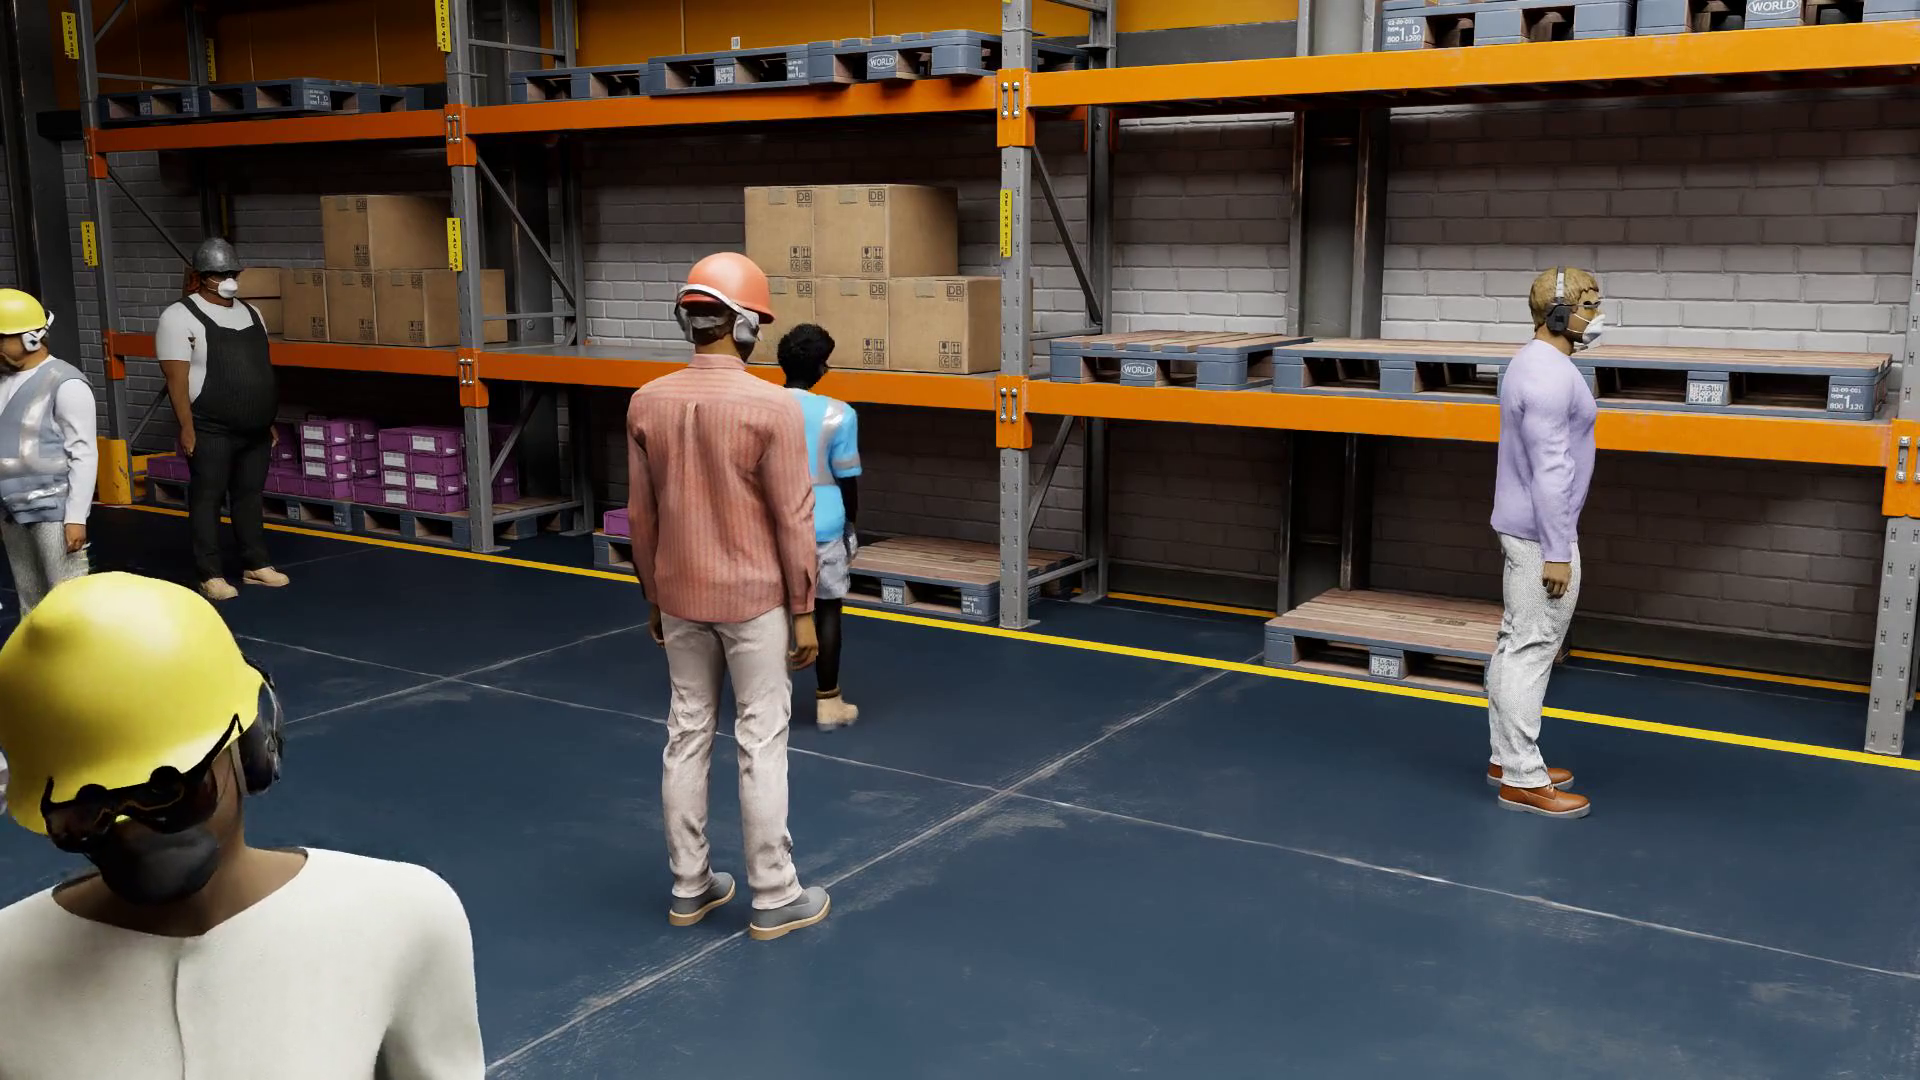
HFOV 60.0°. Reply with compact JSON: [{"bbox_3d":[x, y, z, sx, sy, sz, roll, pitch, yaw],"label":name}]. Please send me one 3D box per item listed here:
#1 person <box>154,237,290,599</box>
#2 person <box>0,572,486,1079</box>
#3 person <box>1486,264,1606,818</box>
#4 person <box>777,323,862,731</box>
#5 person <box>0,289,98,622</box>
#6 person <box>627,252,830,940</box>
[{"bbox_3d":[-4.155,-0.699,9.501,0.538,2.000,0.684,5,11,24],"label":"person"},{"bbox_3d":[-0.671,0.888,1.557,0.526,1.735,0.667,-4,11,-23],"label":"person"},{"bbox_3d":[2.082,-0.001,5.920,0.372,1.940,0.631,2,10,12],"label":"person"},{"bbox_3d":[-0.671,-0.028,6.783,0.562,1.685,0.332,0,10,2],"label":"person"},{"bbox_3d":[-3.883,-0.137,6.994,0.588,1.822,0.403,5,11,27],"label":"person"},{"bbox_3d":[-0.667,0.170,4.838,0.608,1.986,0.389,5,11,25],"label":"person"}]
